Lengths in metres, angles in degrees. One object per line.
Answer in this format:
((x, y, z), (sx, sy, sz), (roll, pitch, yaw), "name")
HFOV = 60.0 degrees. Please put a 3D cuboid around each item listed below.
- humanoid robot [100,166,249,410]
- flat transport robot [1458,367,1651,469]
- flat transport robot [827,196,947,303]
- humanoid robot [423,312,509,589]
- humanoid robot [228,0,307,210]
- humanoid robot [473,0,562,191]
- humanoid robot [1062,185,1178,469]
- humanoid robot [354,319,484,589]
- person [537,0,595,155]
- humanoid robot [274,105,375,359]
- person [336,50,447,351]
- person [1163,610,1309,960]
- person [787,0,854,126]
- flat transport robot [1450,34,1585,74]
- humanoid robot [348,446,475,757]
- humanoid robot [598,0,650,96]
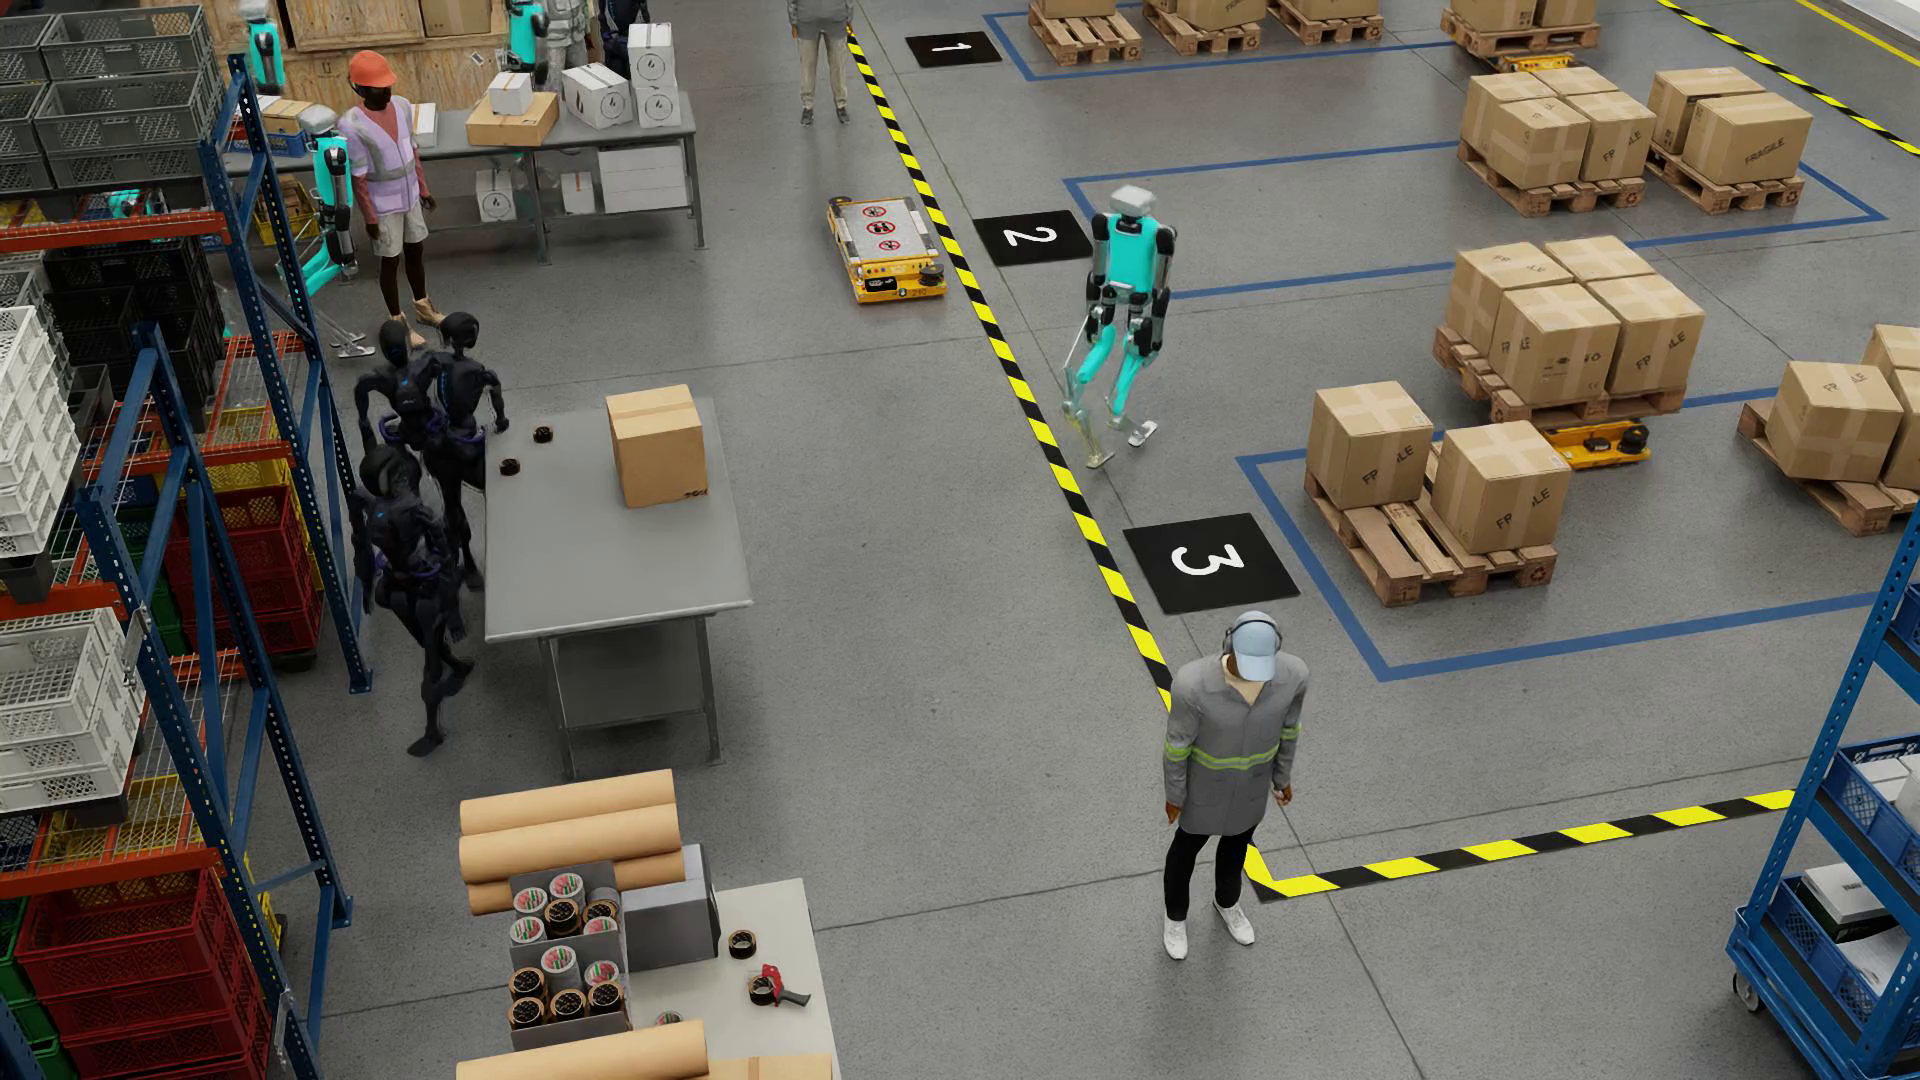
((-4.833, -1.594, 10.487), (0.681, 1.841, 0.534), (-24, 43, -29), "humanoid robot")
((3.816, -0.942, 10.796), (0.652, 0.197, 1.431), (-8, 37, -10), "flat transport robot")
((-0.570, -2.220, 12.538), (0.659, 0.231, 1.431), (-8, 37, -10), "flat transport robot")
((-2.682, -0.527, 9.103), (0.622, 1.622, 0.717), (14, 39, 19), "humanoid robot")
((-5.499, -3.184, 12.619), (0.939, 1.765, 0.538), (-13, 39, -17), "humanoid robot")
((-3.474, -3.424, 12.926), (0.951, 1.752, 0.574), (-26, 44, -31), "humanoid robot")
((0.893, -1.171, 9.889), (0.539, 1.753, 0.898), (21, 41, 25), "humanoid robot")
((-2.918, -0.471, 9.015), (0.601, 1.632, 0.626), (-15, 39, -20), "humanoid robot")
((-3.280, -4.168, 13.761), (0.411, 1.939, 0.602), (25, 43, 30), "person")
((-4.237, -1.962, 10.850), (0.735, 1.675, 0.533), (-17, 40, -21), "humanoid robot")
((-3.767, -2.275, 11.126), (0.380, 2.045, 0.604), (18, 40, 22), "person")
((1.117, 1.011, 6.873), (0.587, 1.846, 0.406), (-7, 37, -9), "person")
((-1.189, -4.446, 14.271), (0.574, 1.767, 0.394), (-4, 37, -6), "person")
((5.283, -4.642, 15.770), (0.652, 0.197, 1.431), (-8, 37, -10), "flat transport robot")
((-2.672, 0.243, 8.079), (0.598, 1.625, 0.760), (12, 38, 15), "humanoid robot")
((-2.741, -4.038, 13.797), (0.612, 1.656, 0.344), (21, 41, 25), "humanoid robot")
